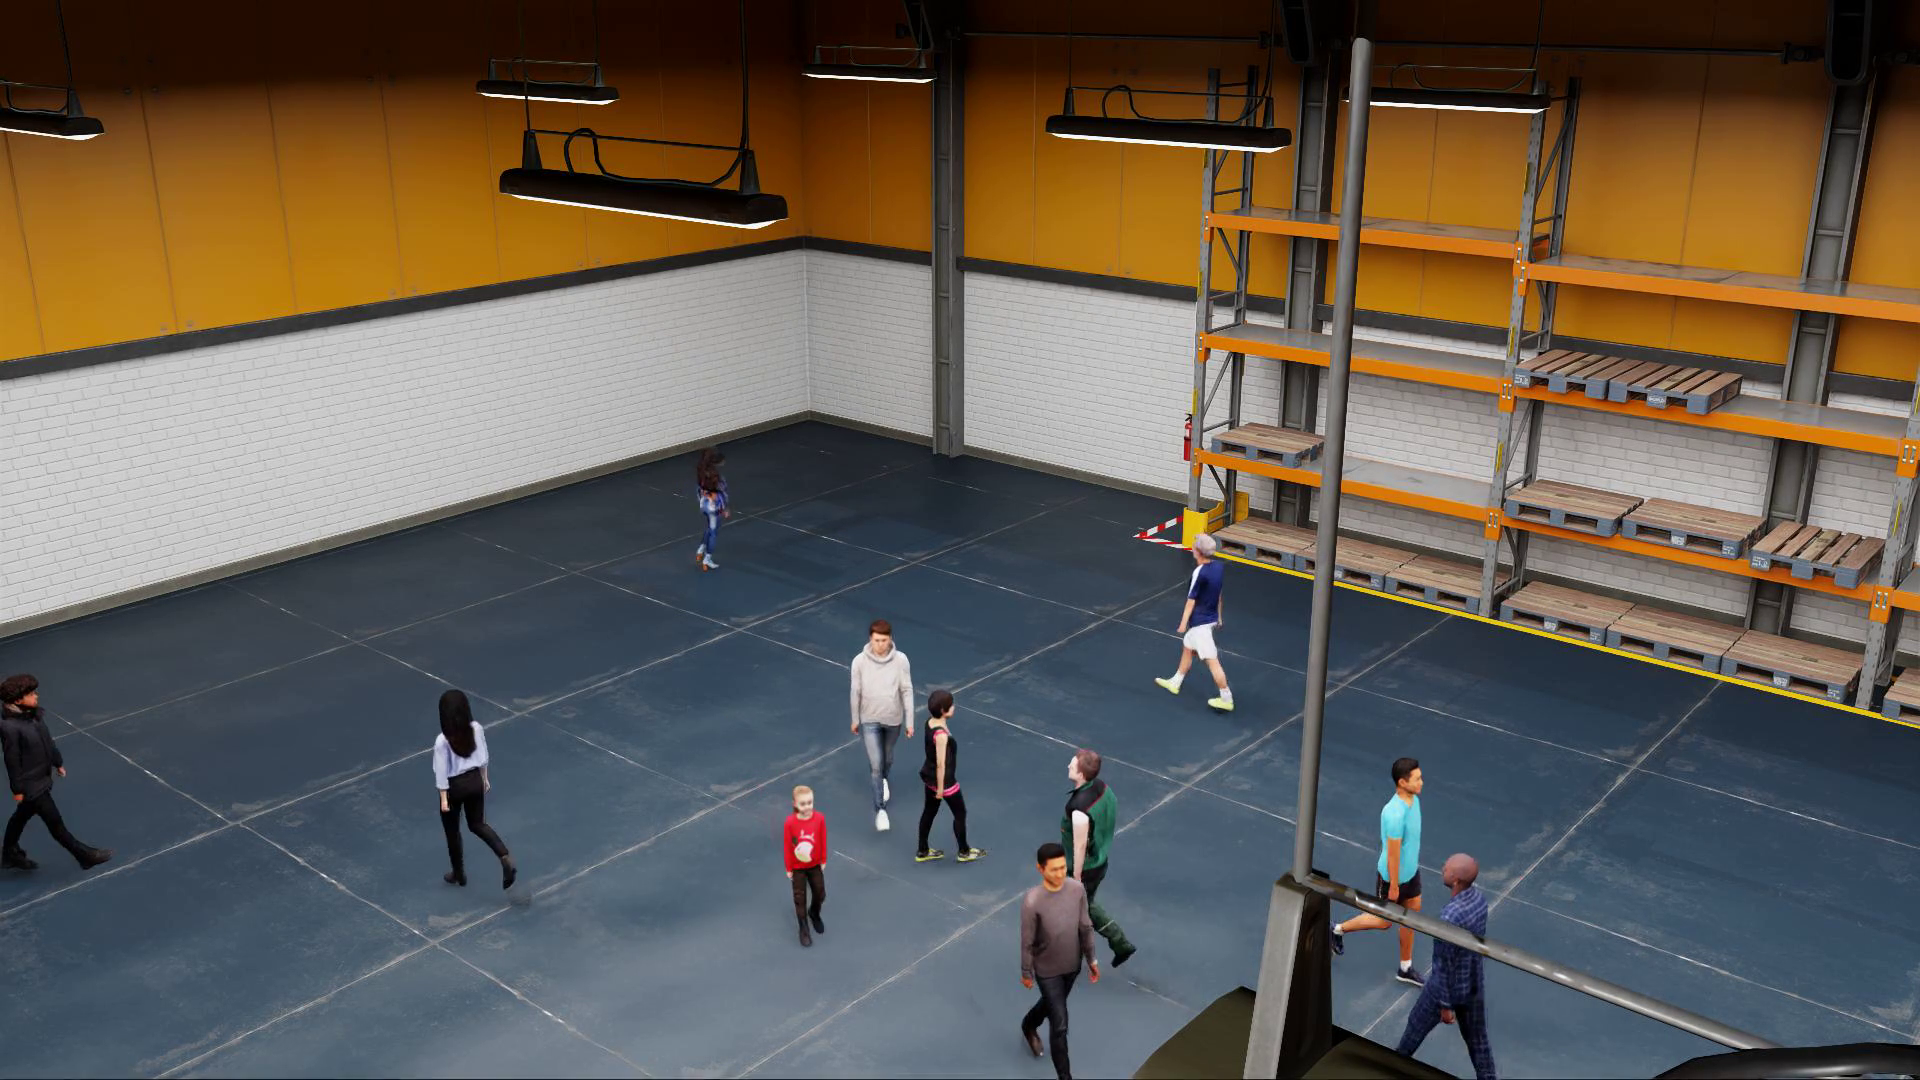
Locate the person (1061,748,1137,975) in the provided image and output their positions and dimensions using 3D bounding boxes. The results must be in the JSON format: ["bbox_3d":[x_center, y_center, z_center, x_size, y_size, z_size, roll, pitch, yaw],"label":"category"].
[{"bbox_3d":[0.968,2.356,12.049,0.970,1.831,0.747,10,21,27],"label":"person"}]

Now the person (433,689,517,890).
[{"bbox_3d":[-3.867,2.032,13.182,1.033,1.722,0.723,11,22,30],"label":"person"}]

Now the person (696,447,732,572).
[{"bbox_3d":[-3.073,-0.389,20.548,0.547,1.607,0.737,12,22,32],"label":"person"}]

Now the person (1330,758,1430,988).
[{"bbox_3d":[3.081,2.395,12.049,1.051,1.757,0.671,12,22,32],"label":"person"}]

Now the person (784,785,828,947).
[{"bbox_3d":[-1.194,2.442,12.664,0.605,1.275,0.659,-6,20,-17],"label":"person"}]

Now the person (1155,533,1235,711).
[{"bbox_3d":[2.494,0.851,16.579,1.185,1.792,0.738,12,22,32],"label":"person"}]

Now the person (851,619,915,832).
[{"bbox_3d":[-0.677,1.532,14.525,1.198,1.810,1.295,-2,19,-7],"label":"person"}]

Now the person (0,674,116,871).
[{"bbox_3d":[-7.592,1.936,13.453,1.190,1.731,1.128,-2,19,-6],"label":"person"}]

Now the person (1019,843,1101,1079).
[{"bbox_3d":[0.599,2.769,10.975,0.874,1.733,1.196,-14,23,-35],"label":"person"}]

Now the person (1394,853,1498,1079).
[{"bbox_3d":[3.253,2.864,10.646,0.757,1.764,1.190,-17,25,-40],"label":"person"}]

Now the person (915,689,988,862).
[{"bbox_3d":[-0.235,1.961,13.678,0.809,1.538,0.822,-8,20,-22],"label":"person"}]
